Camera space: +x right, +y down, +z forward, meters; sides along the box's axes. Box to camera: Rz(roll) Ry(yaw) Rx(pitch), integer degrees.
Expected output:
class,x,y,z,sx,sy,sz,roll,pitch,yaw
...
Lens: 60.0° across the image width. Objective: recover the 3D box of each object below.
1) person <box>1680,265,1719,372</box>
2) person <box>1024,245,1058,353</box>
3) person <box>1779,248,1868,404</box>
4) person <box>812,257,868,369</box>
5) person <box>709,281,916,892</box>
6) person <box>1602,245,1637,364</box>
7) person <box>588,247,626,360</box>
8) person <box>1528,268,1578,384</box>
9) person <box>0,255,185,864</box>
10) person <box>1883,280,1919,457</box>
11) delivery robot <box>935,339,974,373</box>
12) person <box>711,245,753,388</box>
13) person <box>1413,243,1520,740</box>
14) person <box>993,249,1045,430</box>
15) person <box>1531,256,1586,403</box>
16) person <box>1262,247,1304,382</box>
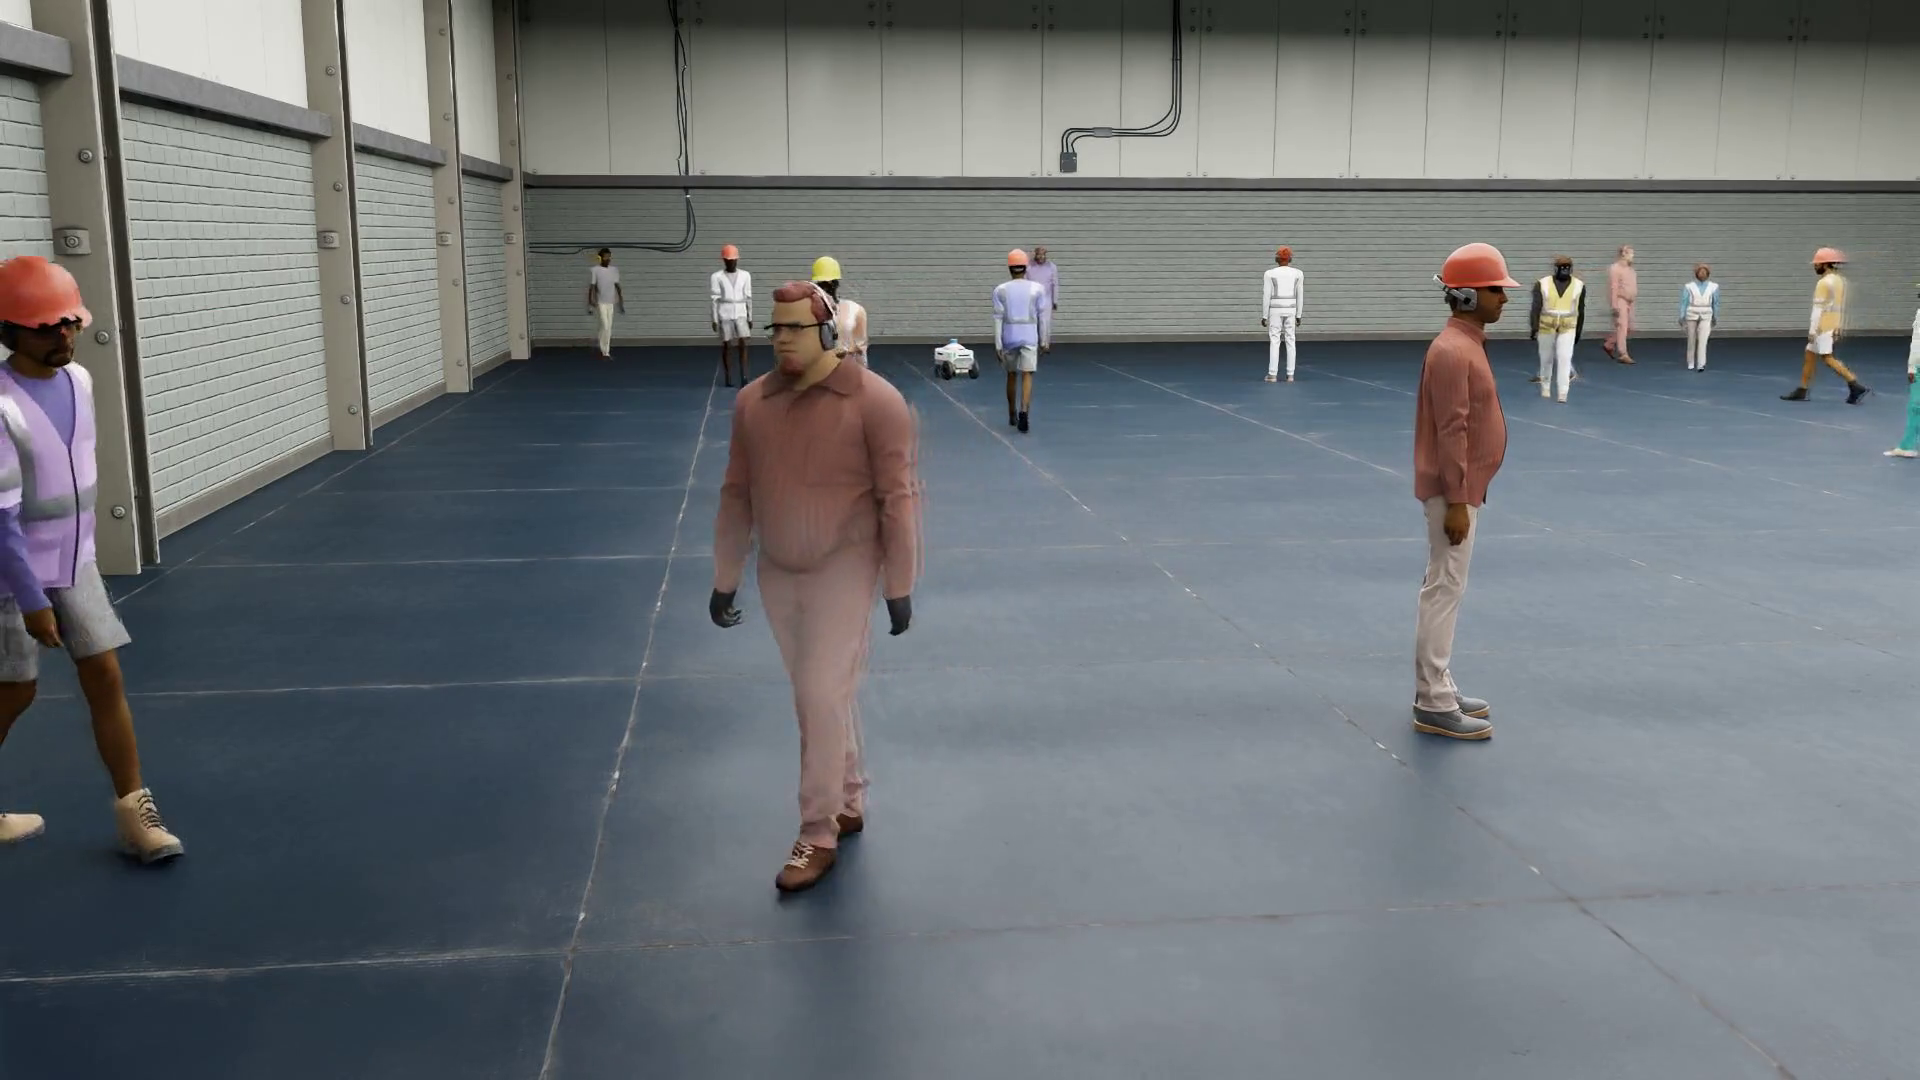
class,x,y,z,sx,sy,sz,roll,pitch,yaw
person,11.215,-3.367,25.259,0.539,1.596,0.870,4,11,19
person,1.375,-4.175,28.929,0.653,1.878,0.645,1,10,3
person,10.597,-2.599,20.242,0.941,1.902,0.550,9,14,41
person,-1.007,-1.225,12.757,0.600,1.881,1.011,2,11,10
person,-0.527,0.133,5.275,0.667,1.874,0.793,6,12,30
person,10.664,-3.790,26.749,0.667,1.894,0.625,-9,14,-41
person,-5.807,-3.884,27.402,0.534,1.845,0.588,-10,14,-44
person,8.215,-2.940,22.875,0.498,1.604,0.789,-9,14,-40
person,-2.969,0.086,5.333,0.884,1.980,0.629,3,11,14
person,8.804,-1.572,15.027,0.529,1.746,0.737,-7,13,-34
delivery robot,-0.086,-2.637,23.849,0.477,0.478,0.707,-5,11,-24
person,-3.030,-2.978,22.270,0.584,1.899,0.883,-3,11,-18
person,2.045,-0.203,6.809,0.378,1.995,0.609,3,11,18
person,0.619,-2.116,17.564,0.544,1.907,0.883,1,10,6
person,7.411,-2.626,20.654,0.626,1.802,0.951,3,11,18
person,4.517,-3.158,23.317,0.581,1.882,0.351,-1,10,-7
